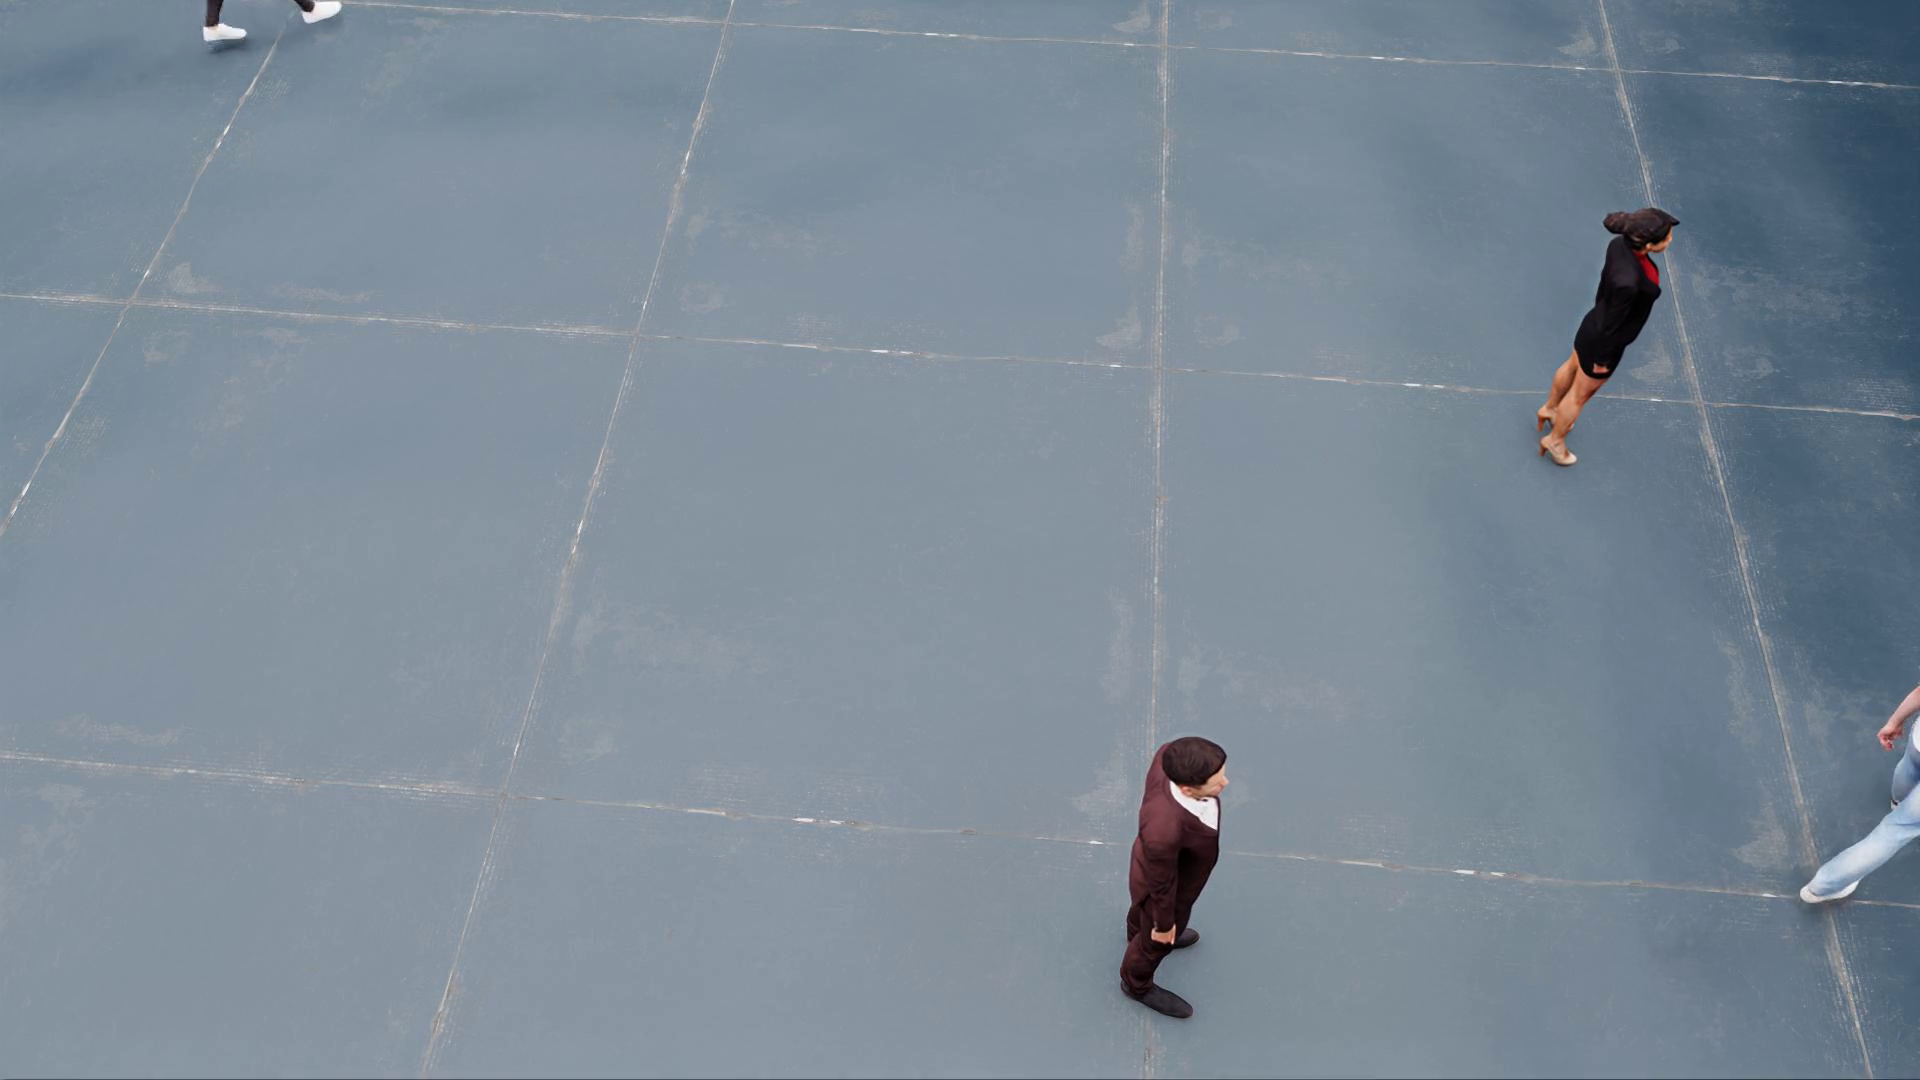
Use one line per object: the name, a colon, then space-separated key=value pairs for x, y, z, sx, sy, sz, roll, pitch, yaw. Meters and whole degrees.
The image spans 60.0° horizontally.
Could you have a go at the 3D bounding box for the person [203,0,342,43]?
person: x=-4.745 y=-3.898 z=10.617 sx=1.224 sy=1.637 sz=1.033 roll=-22 pitch=55 yaw=-16

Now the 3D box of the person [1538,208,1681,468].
person: x=3.230 y=-1.012 z=8.383 sx=0.635 sy=1.636 sz=0.583 roll=10 pitch=53 yaw=8

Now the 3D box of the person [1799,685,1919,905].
person: x=3.967 y=0.932 z=6.775 sx=1.302 sy=1.797 sz=1.086 roll=-21 pitch=55 yaw=-15

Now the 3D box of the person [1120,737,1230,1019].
person: x=0.810 y=1.279 z=6.464 sx=0.603 sy=1.865 sz=0.698 roll=7 pitch=53 yaw=6
